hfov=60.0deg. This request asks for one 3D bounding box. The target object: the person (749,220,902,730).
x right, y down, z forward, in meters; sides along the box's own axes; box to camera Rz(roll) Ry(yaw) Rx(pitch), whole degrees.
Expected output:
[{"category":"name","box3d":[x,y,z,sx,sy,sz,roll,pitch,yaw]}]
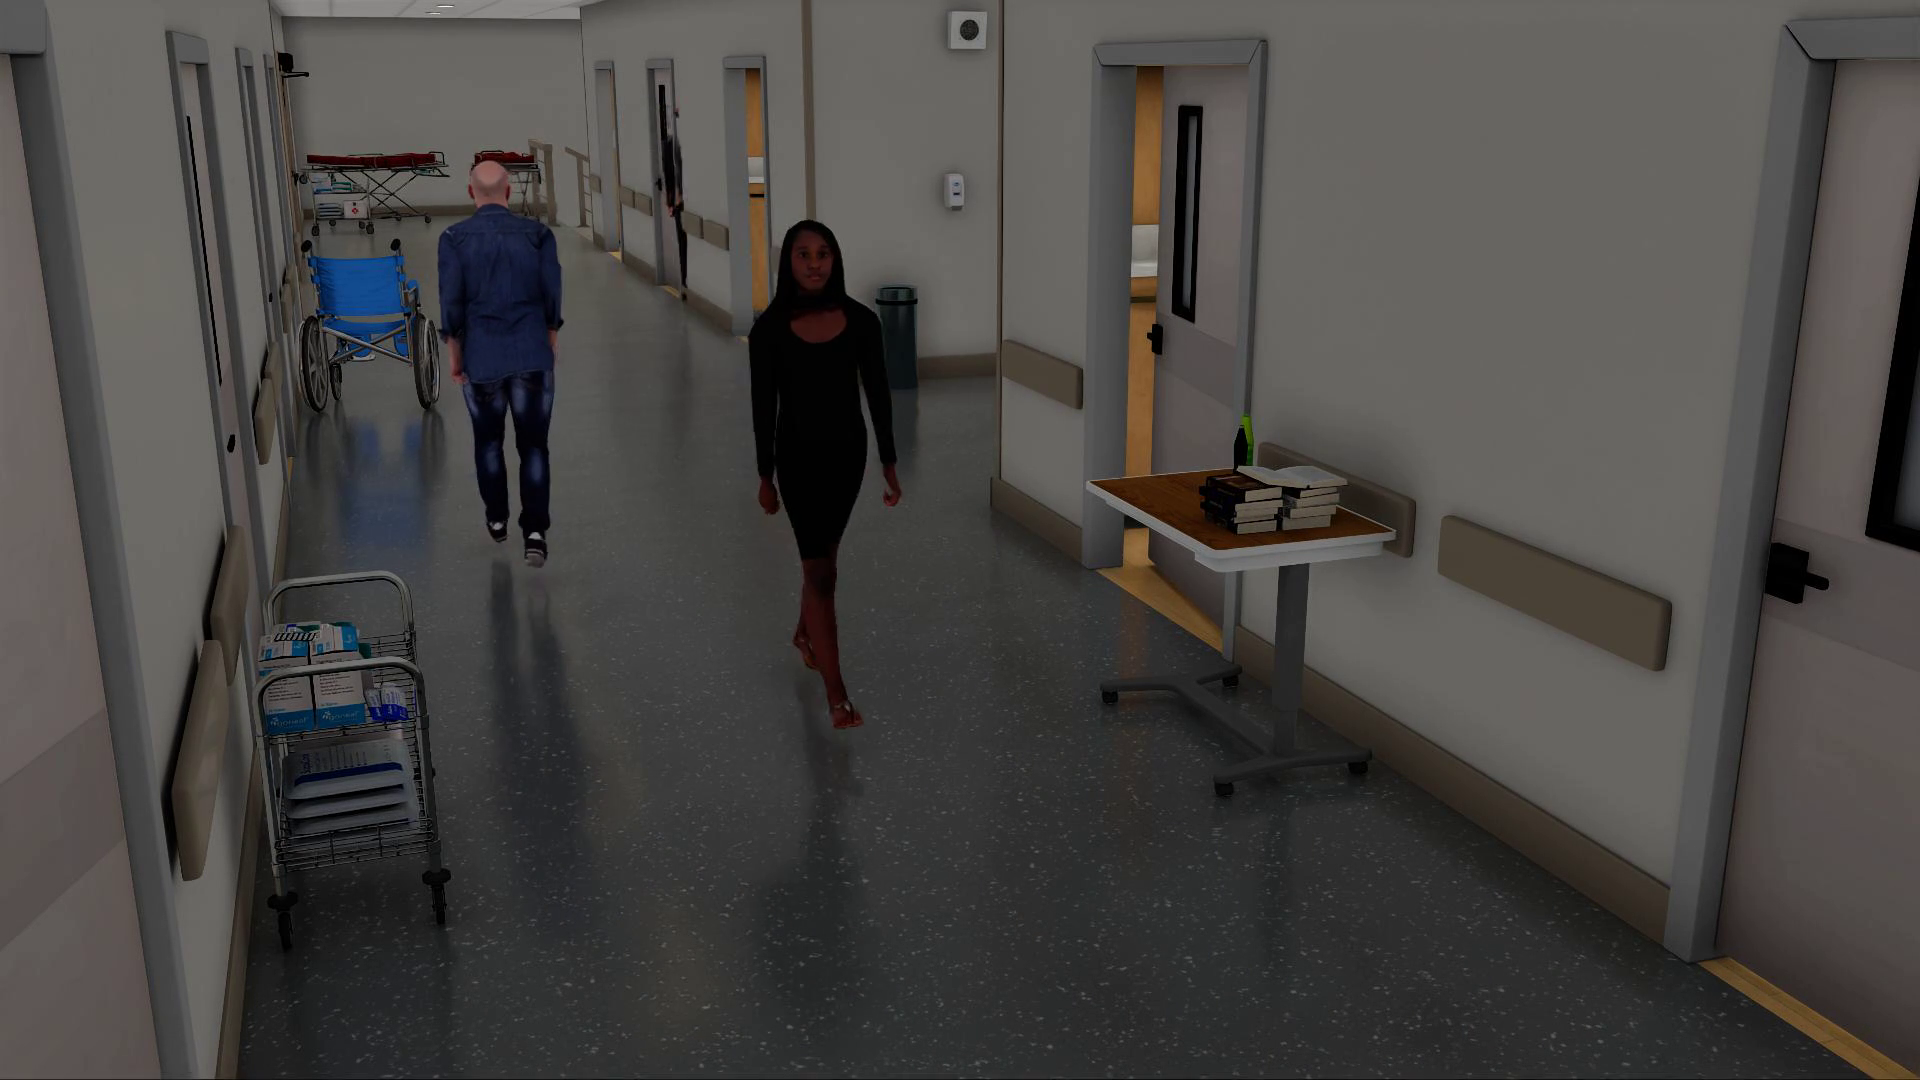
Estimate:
[{"category":"person","box3d":[-0.504,-0.241,5.859,0.634,1.672,1.181,-6,17,-20]}]

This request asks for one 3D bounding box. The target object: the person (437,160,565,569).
[{"category":"person","box3d":[-2.008,-0.746,7.435,0.782,1.790,1.211,-4,16,-14]}]
